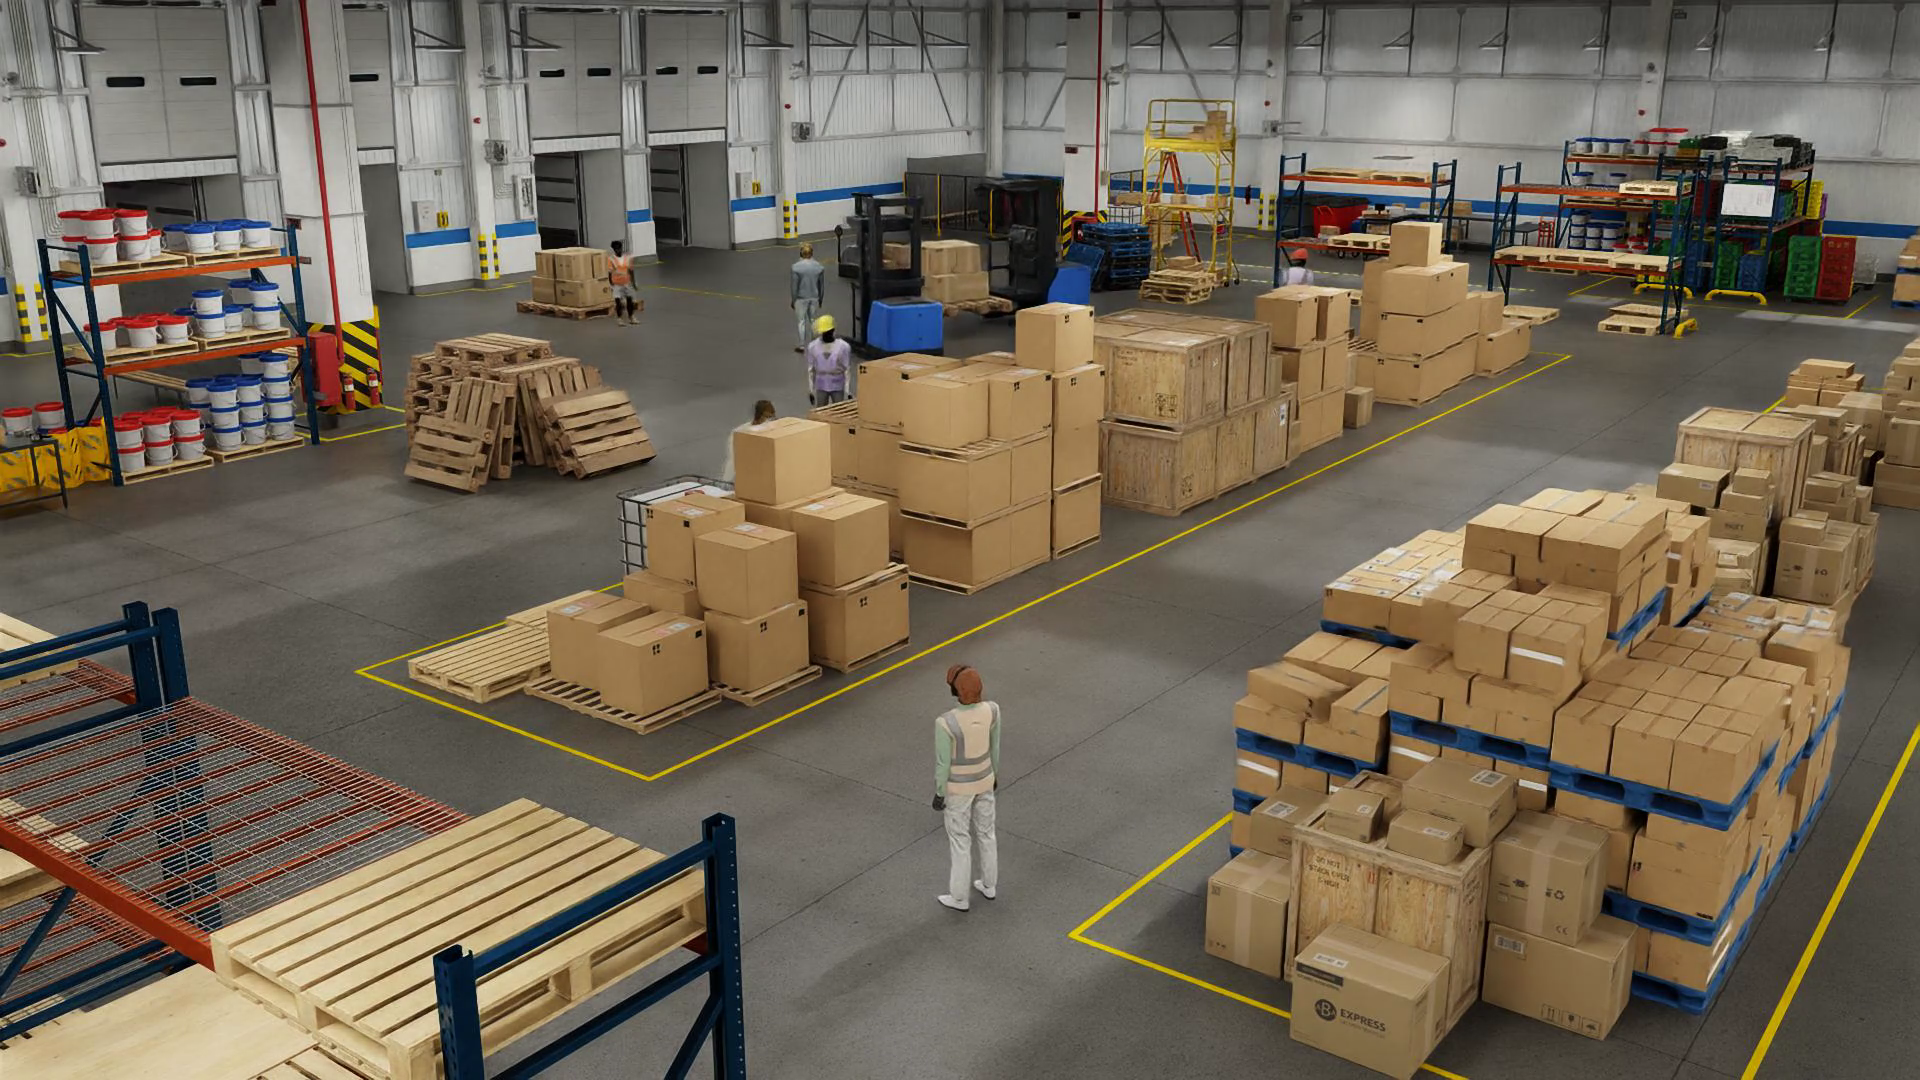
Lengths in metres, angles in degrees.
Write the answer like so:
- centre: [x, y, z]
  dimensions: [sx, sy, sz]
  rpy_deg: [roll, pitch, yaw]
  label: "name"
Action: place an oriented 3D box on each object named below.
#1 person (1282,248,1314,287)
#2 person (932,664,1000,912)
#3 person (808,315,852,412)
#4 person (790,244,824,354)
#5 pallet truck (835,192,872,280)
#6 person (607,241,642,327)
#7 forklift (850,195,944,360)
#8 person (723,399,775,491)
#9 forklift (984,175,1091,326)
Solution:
- centre: [5.956, -4.151, 29.166]
  dimensions: [0.548, 1.910, 0.736]
  rpy_deg: [12, 21, 35]
  label: "person"
- centre: [0.045, 1.582, 10.647]
  dimensions: [0.519, 1.639, 0.312]
  rpy_deg: [-13, 21, -36]
  label: "person"
- centre: [-1.737, -2.050, 22.192]
  dimensions: [0.589, 1.925, 0.378]
  rpy_deg: [2, 17, 8]
  label: "person"
- centre: [-2.711, -4.282, 29.585]
  dimensions: [0.640, 1.927, 0.388]
  rpy_deg: [-9, 19, -28]
  label: "person"
- centre: [-1.936, -7.159, 38.982]
  dimensions: [1.885, 1.965, 0.823]
  rpy_deg: [-12, 21, -34]
  label: "pallet truck"
- centre: [-6.528, -4.996, 32.384]
  dimensions: [0.675, 1.666, 0.344]
  rpy_deg: [-9, 19, -27]
  label: "person"
- centre: [-1.094, -4.530, 28.773]
  dimensions: [1.129, 2.768, 1.873]
  rpy_deg: [-7, 18, -22]
  label: "forklift"
- centre: [-2.079, -0.534, 17.258]
  dimensions: [1.009, 1.869, 0.688]
  rpy_deg: [14, 22, 39]
  label: "person"
- centre: [1.573, -5.748, 32.807]
  dimensions: [1.873, 2.768, 1.129]
  rpy_deg: [-9, 19, -28]
  label: "forklift"
